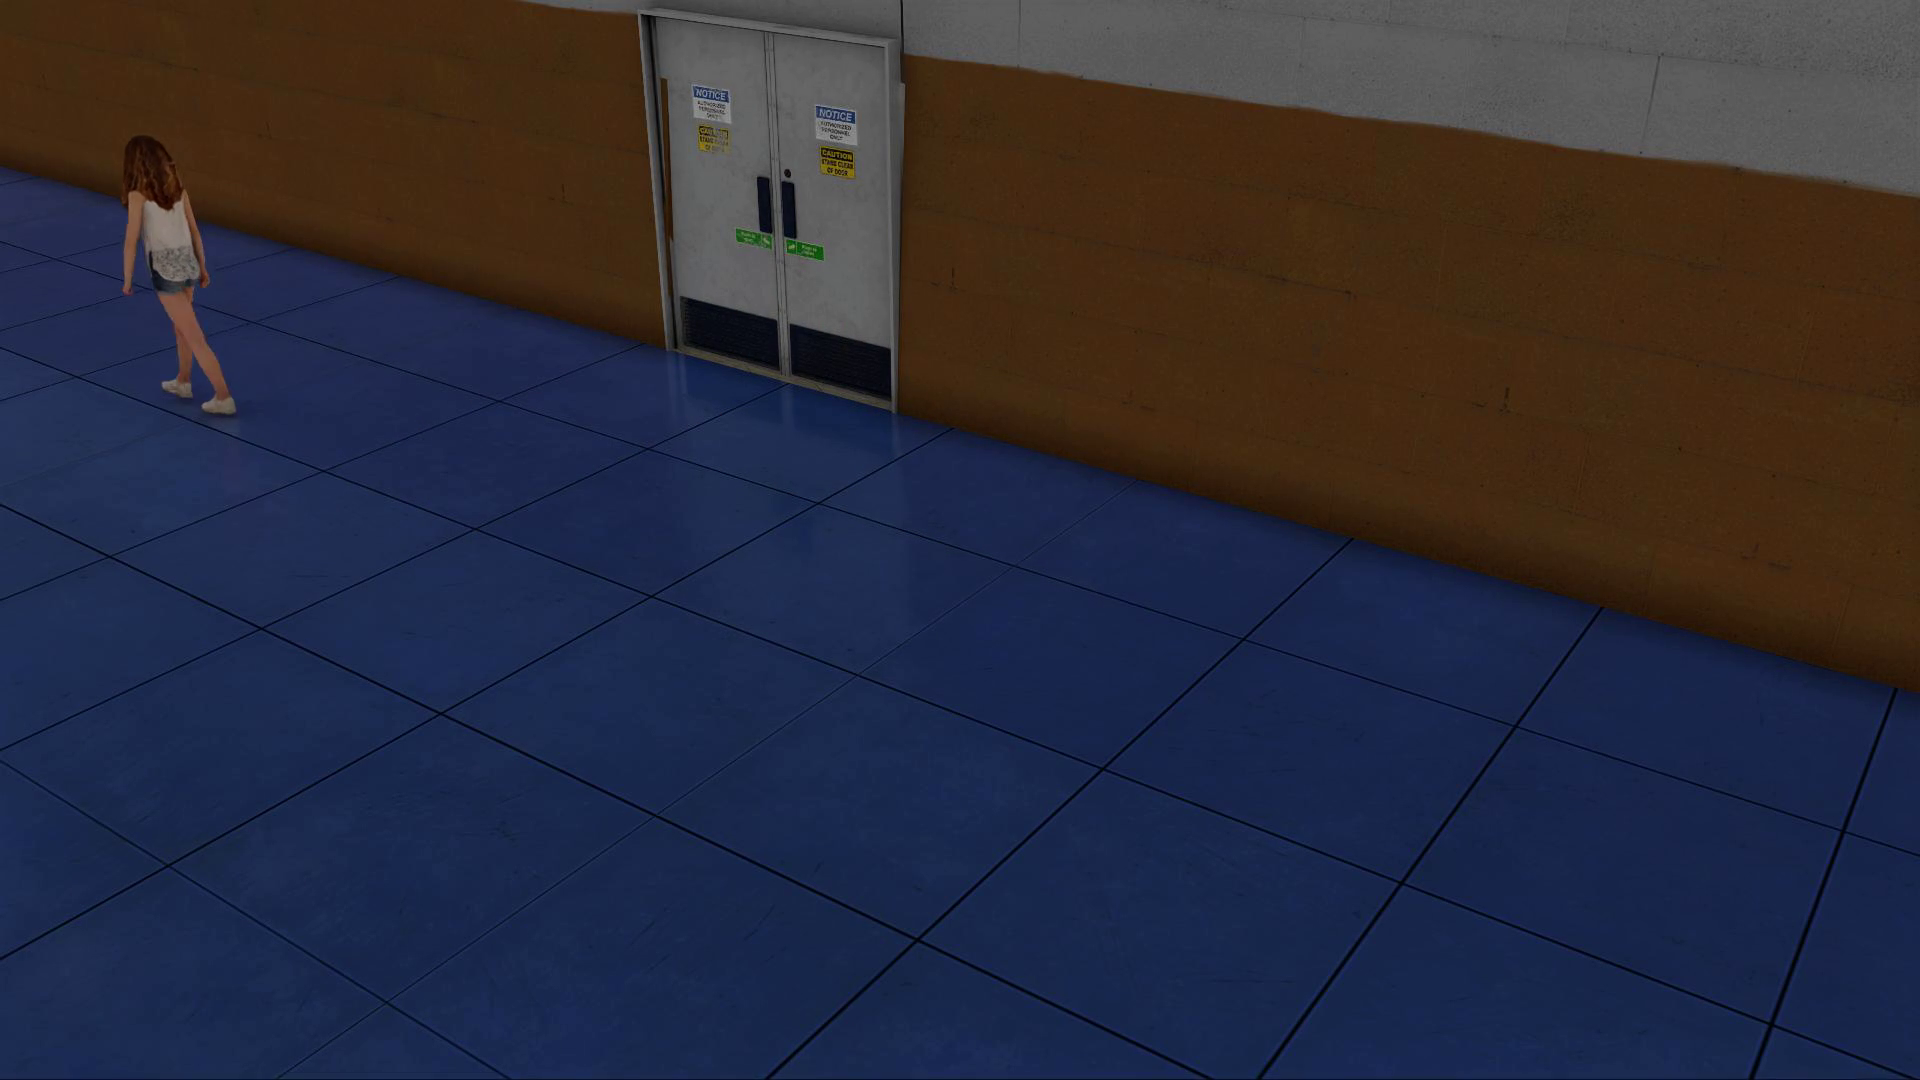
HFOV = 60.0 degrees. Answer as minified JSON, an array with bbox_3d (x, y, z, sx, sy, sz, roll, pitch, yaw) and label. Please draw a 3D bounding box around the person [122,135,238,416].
[{"bbox_3d":[-4.733,-1.577,10.200,0.760,1.734,0.898,10,29,19],"label":"person"}]
